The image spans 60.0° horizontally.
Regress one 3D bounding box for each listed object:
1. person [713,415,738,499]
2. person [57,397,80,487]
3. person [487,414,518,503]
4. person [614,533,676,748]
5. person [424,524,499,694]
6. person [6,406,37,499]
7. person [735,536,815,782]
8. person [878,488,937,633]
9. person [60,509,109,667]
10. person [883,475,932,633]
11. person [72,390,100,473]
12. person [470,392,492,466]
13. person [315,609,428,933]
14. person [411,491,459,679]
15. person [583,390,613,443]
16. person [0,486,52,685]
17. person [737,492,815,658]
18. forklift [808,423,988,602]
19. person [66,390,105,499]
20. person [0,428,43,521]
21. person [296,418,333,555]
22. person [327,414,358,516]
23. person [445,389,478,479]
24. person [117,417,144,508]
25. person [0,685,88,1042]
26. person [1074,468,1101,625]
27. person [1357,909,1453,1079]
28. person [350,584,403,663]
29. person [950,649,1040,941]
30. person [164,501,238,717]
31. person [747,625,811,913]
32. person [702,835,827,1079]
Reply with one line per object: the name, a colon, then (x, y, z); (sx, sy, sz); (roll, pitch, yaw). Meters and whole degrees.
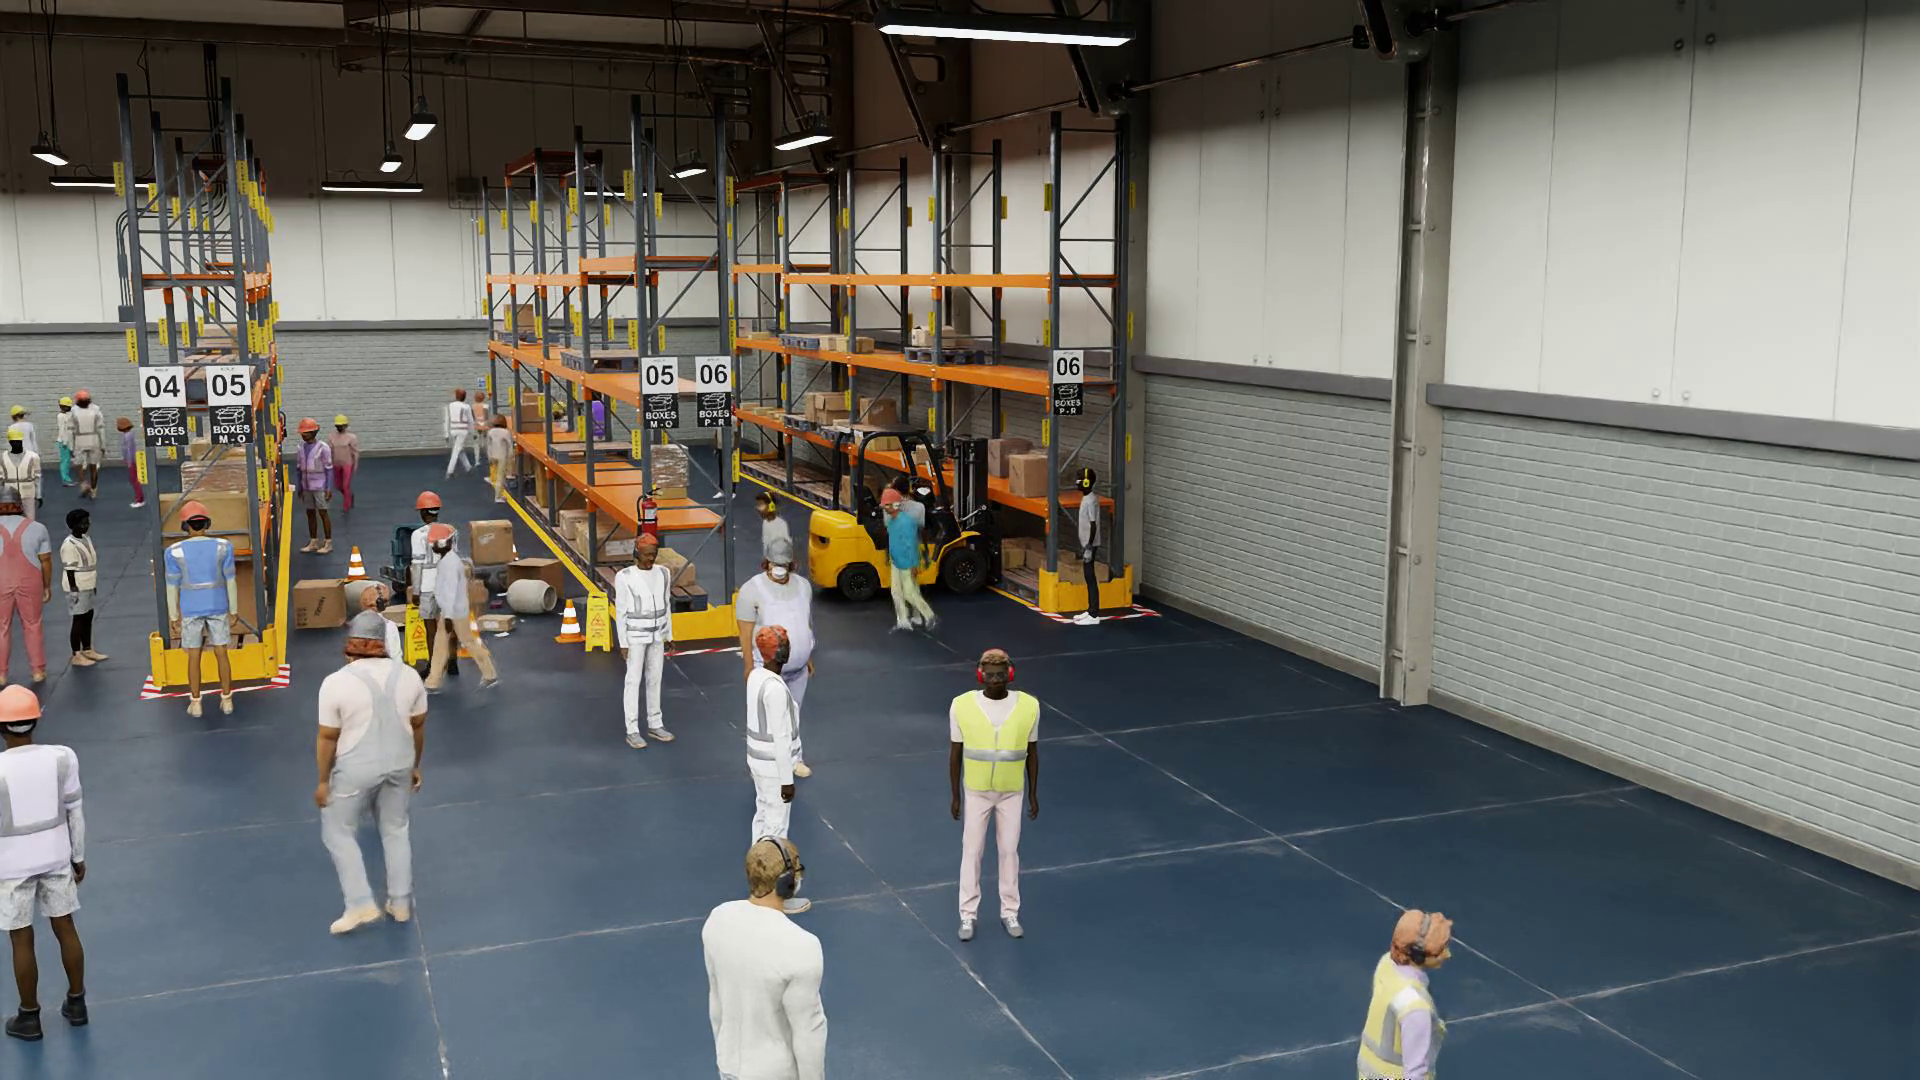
person: (-4.341, -1.683, 30.799); (0.516, 1.865, 0.329); (4, 10, 25)
person: (-17.522, -1.924, 32.648); (0.322, 1.761, 0.522); (-3, 9, -16)
person: (-8.338, -1.493, 30.399); (0.511, 1.610, 0.665); (5, 10, 29)
person: (-2.764, 0.870, 14.655); (0.355, 1.887, 0.573); (9, 12, 43)
person: (-5.002, 0.684, 16.443); (0.881, 1.702, 0.586); (-5, 10, -27)
person: (-17.430, -1.613, 30.822); (0.905, 1.714, 0.531); (3, 10, 19)
person: (-1.451, 0.965, 13.573); (0.682, 2.000, 0.536); (-7, 11, -36)
person: (-0.623, 0.241, 19.190); (0.643, 1.707, 0.574); (-5, 10, -31)
person: (-9.305, 0.502, 17.603); (0.320, 1.686, 0.539); (-1, 9, -7)
person: (-0.604, 0.157, 19.386); (0.575, 1.830, 0.829); (-2, 9, -12)
person: (-18.324, -2.279, 34.916); (0.577, 1.745, 0.352); (-3, 9, -17)
person: (-10.424, -2.434, 36.319); (0.533, 1.606, 0.759); (1, 9, 5)
person: (-3.758, 1.437, 10.600); (0.560, 2.000, 0.727); (8, 12, 43)
person: (-5.411, 0.462, 17.095); (0.380, 1.929, 0.540); (6, 11, 31)
person: (-7.367, -2.159, 33.854); (0.627, 1.847, 0.429); (-5, 10, -29)
person: (-9.594, 0.440, 16.876); (0.685, 2.000, 0.535); (-6, 11, -33)
person: (-1.944, 0.381, 18.023); (0.997, 1.805, 0.640); (-7, 12, -39)
forklift: (-0.830, -0.399, 21.676); (2.313, 2.155, 1.214); (-4, 10, -21)
person: (-16.120, -1.749, 30.686); (0.623, 2.027, 0.403); (-7, 11, -36)
person: (-13.651, -0.660, 24.150); (0.592, 1.929, 0.354); (-4, 10, -25)
person: (-9.582, -0.793, 24.635); (0.613, 2.039, 0.393); (4, 10, 21)
person: (-10.667, -1.314, 28.810); (0.535, 1.746, 0.664); (0, 9, 3)
person: (-10.261, -2.179, 34.081); (0.568, 1.833, 1.063); (4, 10, 22)
person: (-14.814, -1.386, 29.700); (0.336, 1.614, 0.522); (-3, 10, -20)
person: (-5.051, 1.738, 9.031); (0.373, 1.934, 0.551); (8, 12, 40)
person: (1.512, 0.075, 19.715); (0.317, 1.870, 0.523); (1, 9, 4)
person: (1.777, 2.259, 6.727); (0.331, 1.626, 0.529); (0, 9, 3)
person: (-4.727, 1.172, 13.529); (0.524, 1.639, 0.306); (5, 10, 27)
person: (0.217, 1.569, 10.381); (0.564, 1.846, 0.394); (-1, 9, -6)
person: (-7.106, 0.648, 15.602); (0.606, 2.035, 0.405); (-5, 10, -29)
person: (-1.203, 1.480, 10.820); (0.344, 1.882, 0.584); (-4, 10, -23)
person: (-0.773, 2.123, 6.655); (0.625, 1.930, 0.380); (8, 12, 40)
